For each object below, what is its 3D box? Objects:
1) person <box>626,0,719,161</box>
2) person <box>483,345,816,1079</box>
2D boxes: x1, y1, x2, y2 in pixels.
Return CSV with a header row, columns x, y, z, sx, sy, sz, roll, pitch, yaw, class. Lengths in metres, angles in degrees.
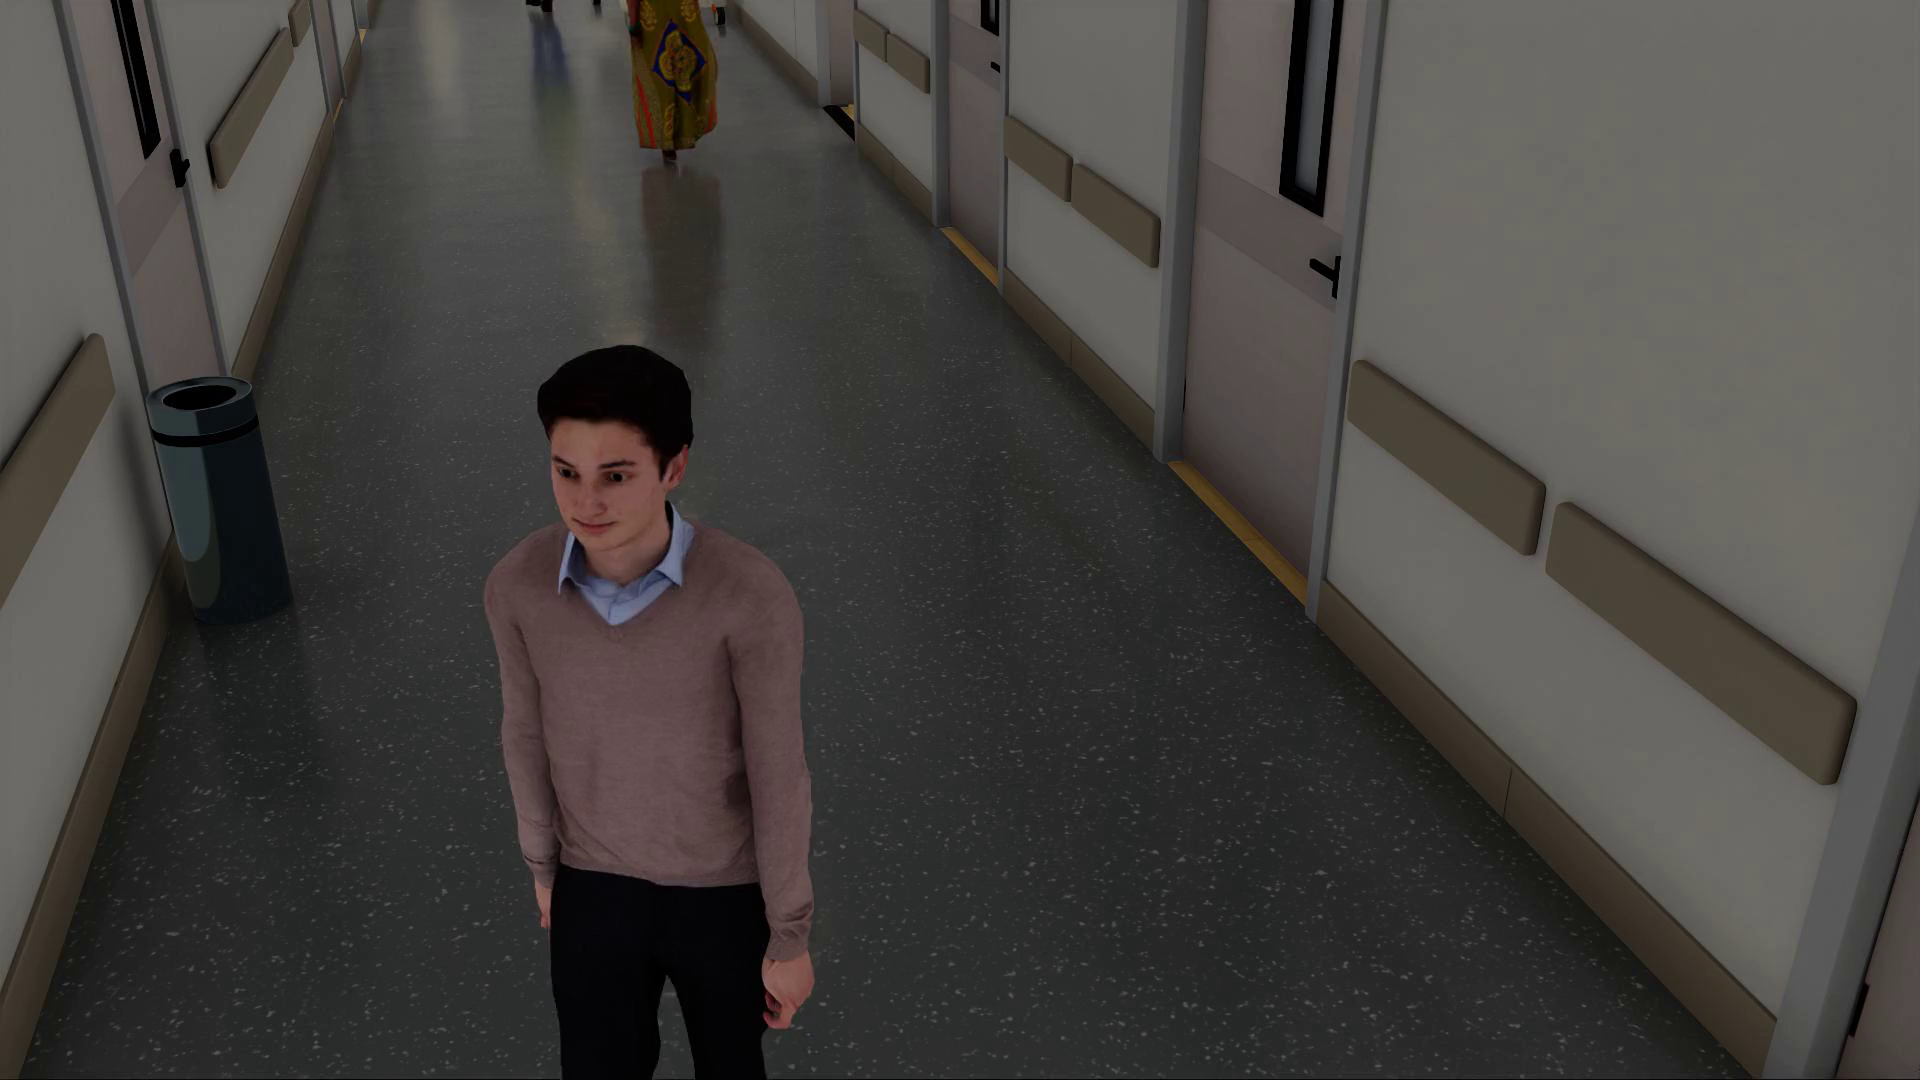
x,y,z,sx,sy,sz,roll,pitch,yaw,class
-1.893,-3.286,10.659,0.786,1.645,0.860,-10,28,-20,person
-0.431,0.504,2.631,0.723,1.792,0.807,2,26,4,person
